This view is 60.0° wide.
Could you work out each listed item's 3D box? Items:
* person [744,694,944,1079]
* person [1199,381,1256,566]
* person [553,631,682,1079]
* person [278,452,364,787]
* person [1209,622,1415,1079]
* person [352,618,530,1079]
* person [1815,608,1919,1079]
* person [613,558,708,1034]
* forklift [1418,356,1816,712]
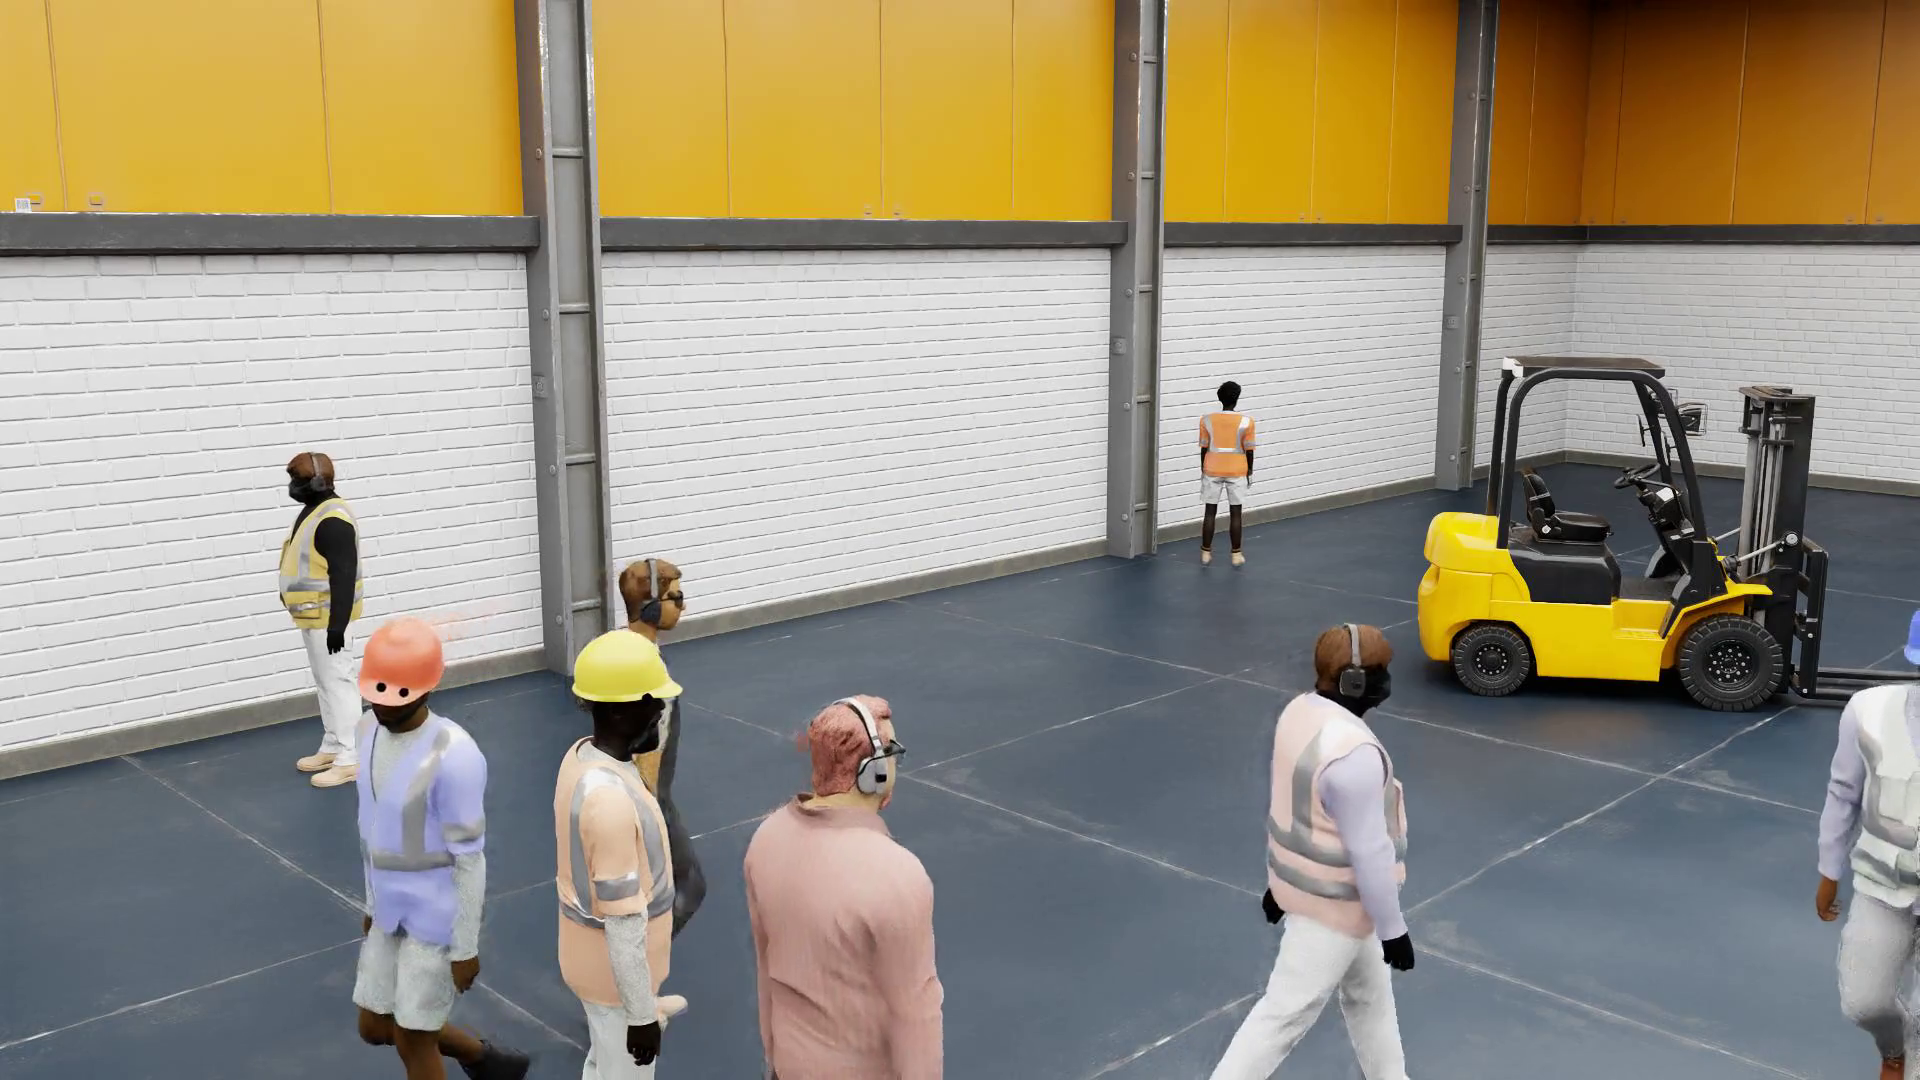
[{"bbox_3d":[-0.314,1.323,4.134,0.663,1.888,0.658,-8,13,-37],"label":"person"},{"bbox_3d":[2.436,-0.604,15.209,0.527,1.690,0.321,3,11,17],"label":"person"},{"bbox_3d":[-0.948,1.199,4.714,0.363,1.928,0.587,-4,11,-19],"label":"person"},{"bbox_3d":[-3.510,0.427,9.165,0.429,1.840,0.636,-6,12,-32],"label":"person"},{"bbox_3d":[1.172,1.150,5.365,0.970,1.801,0.621,0,10,0],"label":"person"},{"bbox_3d":[-1.624,1.133,5.148,0.567,1.902,0.564,9,14,41],"label":"person"},{"bbox_3d":[3.093,1.093,5.308,0.642,1.924,0.622,9,14,41],"label":"person"},{"bbox_3d":[-1.176,0.968,6.250,0.393,1.833,0.530,-6,12,-30],"label":"person"},{"bbox_3d":[4.276,-0.101,11.076,2.313,2.155,1.214,2,11,13],"label":"forklift"}]
